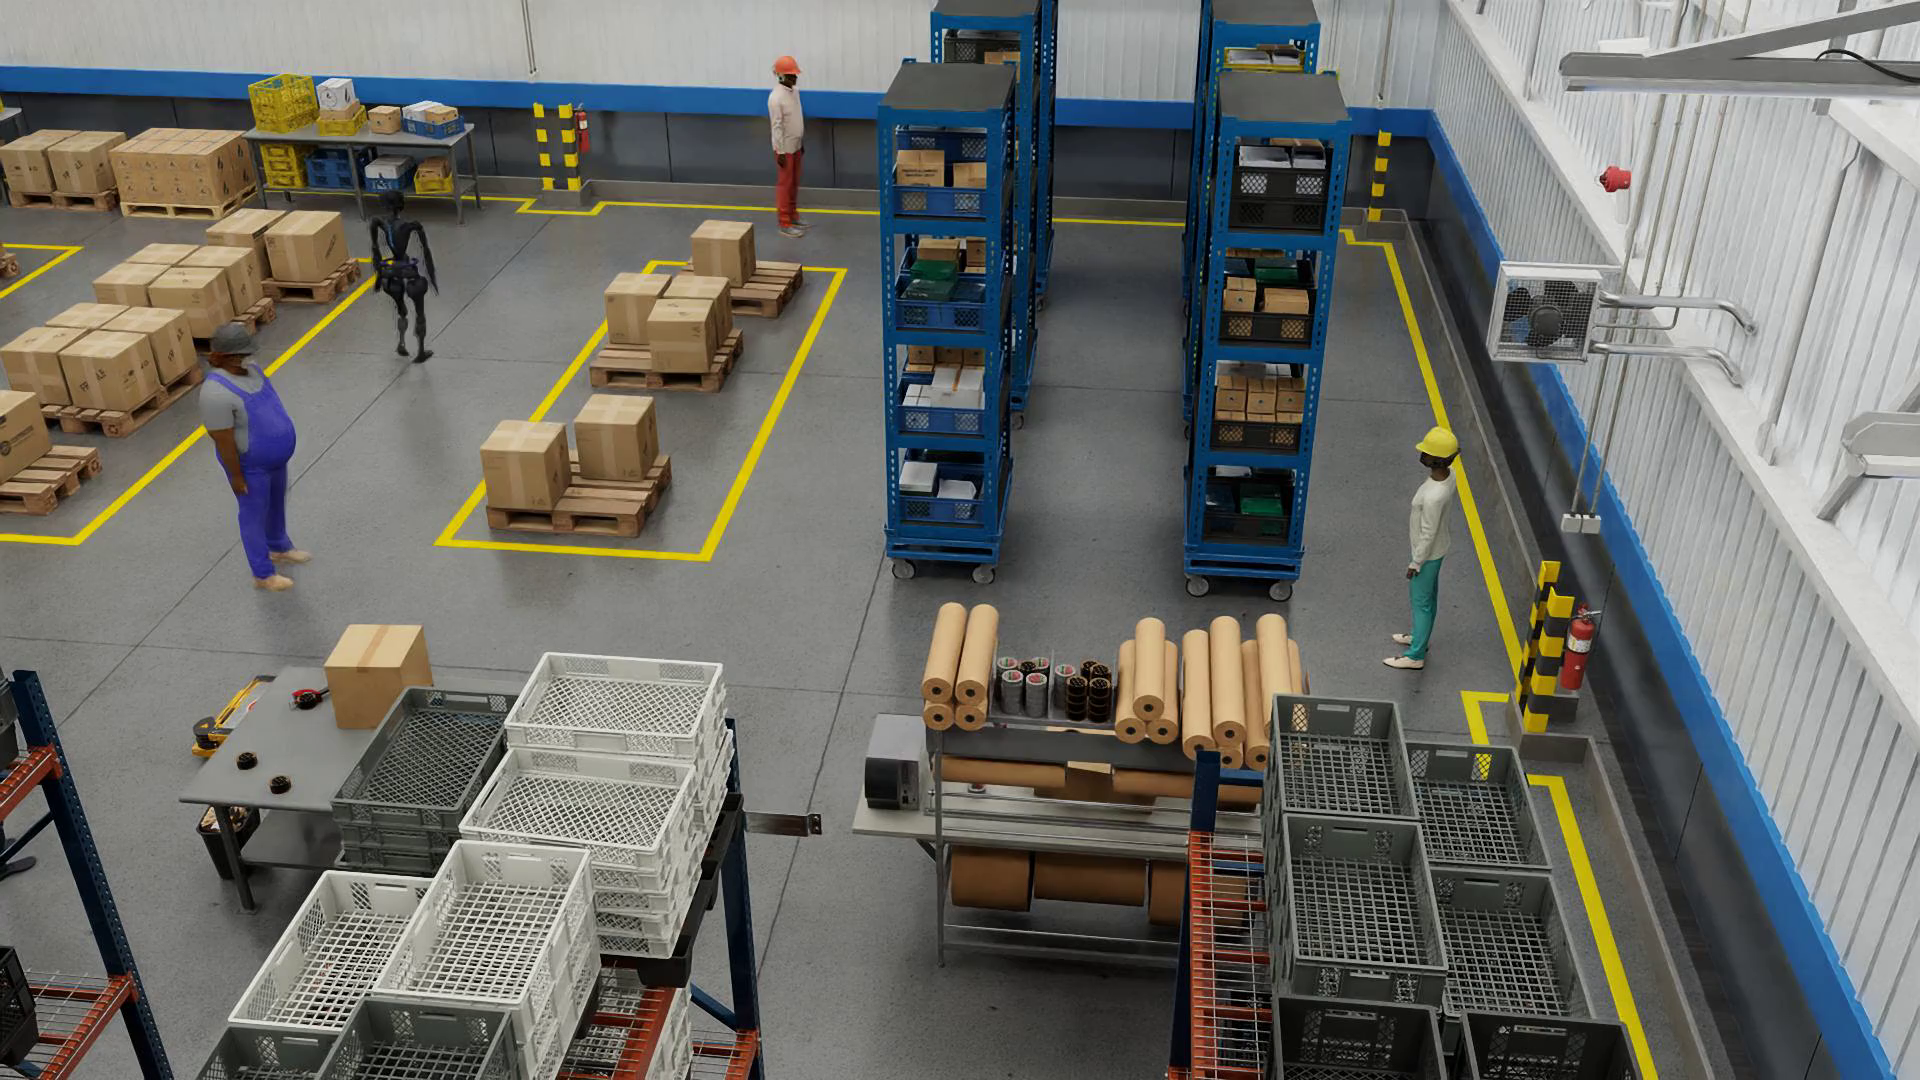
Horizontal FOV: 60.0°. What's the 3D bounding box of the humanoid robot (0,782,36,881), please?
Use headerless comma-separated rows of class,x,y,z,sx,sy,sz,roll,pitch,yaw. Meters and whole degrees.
humanoid robot,-5.553,1.147,9.303,0.568,1.651,0.342,20,36,31

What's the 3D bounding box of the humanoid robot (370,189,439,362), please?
humanoid robot,-5.184,-2.468,15.507,0.606,1.645,0.352,4,30,6

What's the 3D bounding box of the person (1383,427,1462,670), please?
person,3.096,0.056,11.088,0.310,1.768,0.522,13,33,22

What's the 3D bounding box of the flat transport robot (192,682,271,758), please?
flat transport robot,-4.089,1.163,10.648,1.431,0.197,0.652,3,30,6

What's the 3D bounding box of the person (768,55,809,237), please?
person,-1.885,-4.378,18.495,0.413,1.994,0.622,9,31,15

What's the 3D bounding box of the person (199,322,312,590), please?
person,-5.056,-0.633,12.001,0.536,2.000,0.688,1,30,2
